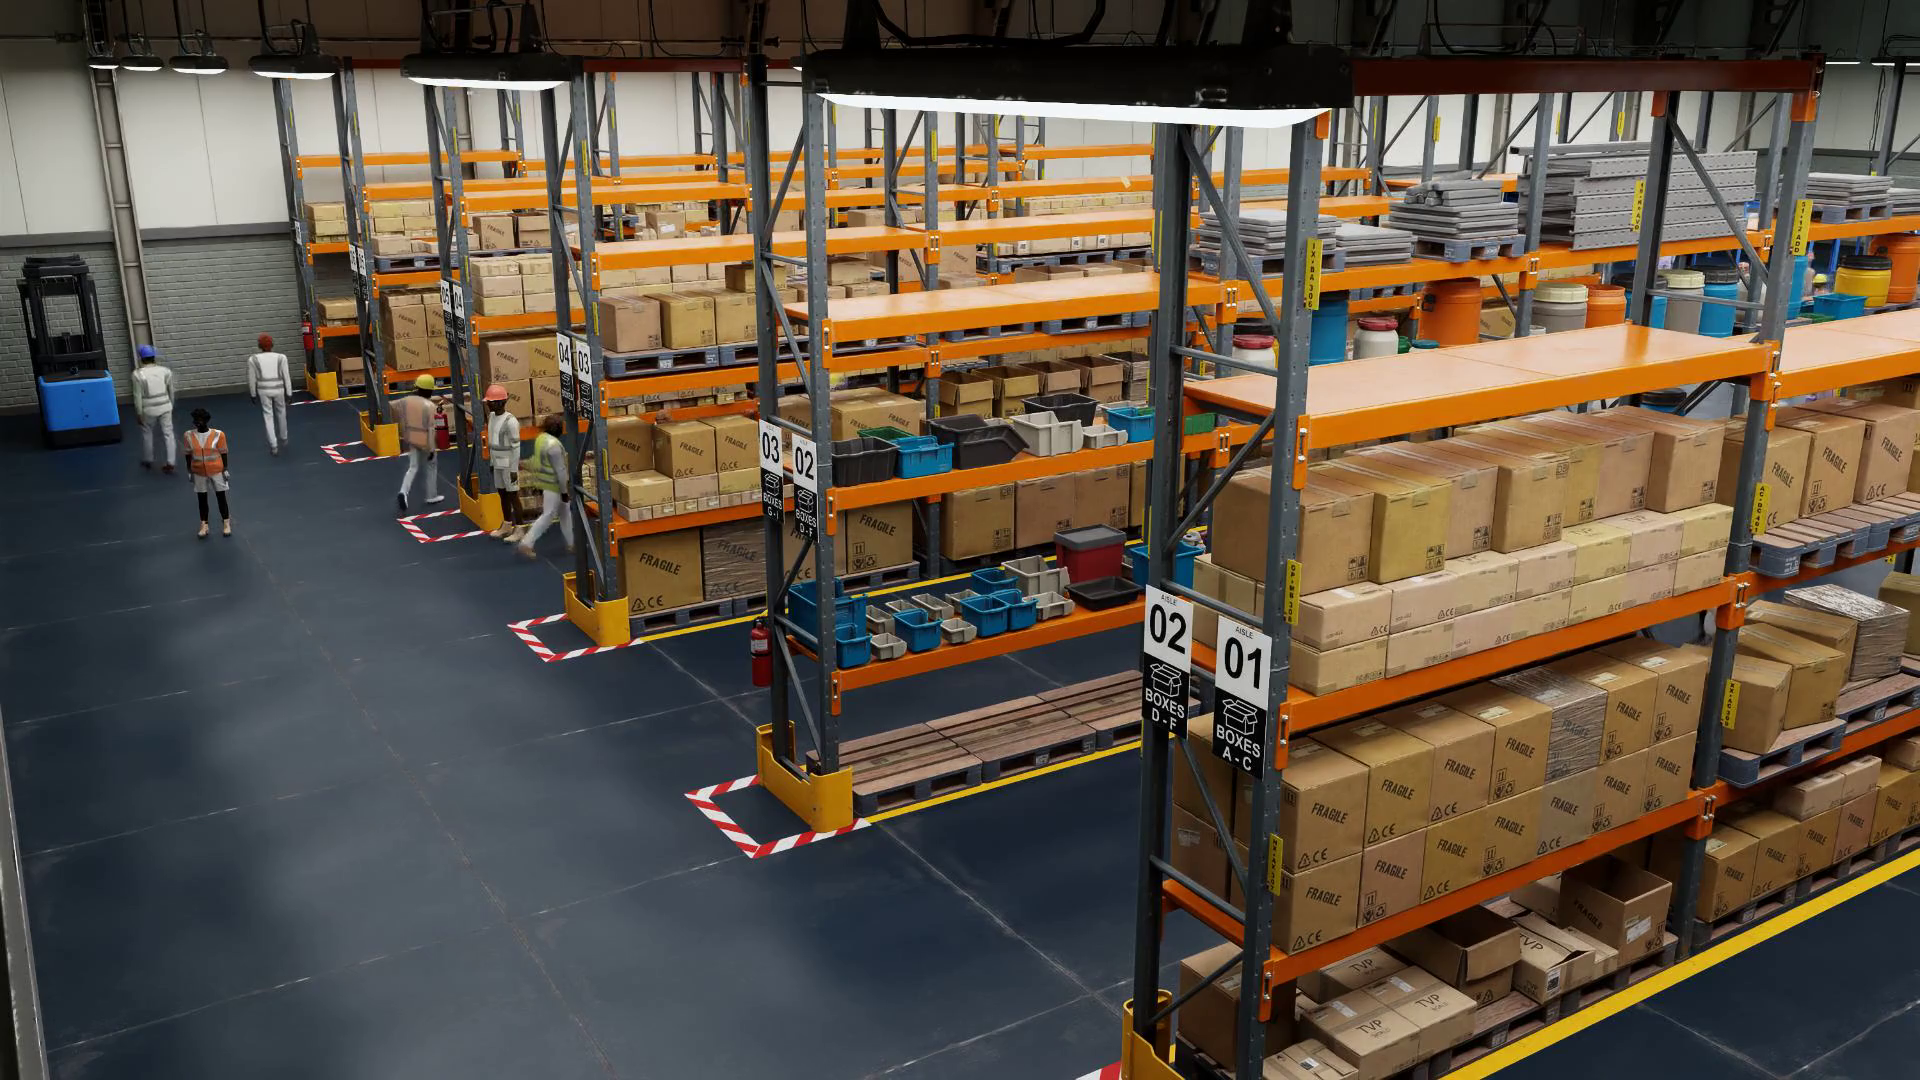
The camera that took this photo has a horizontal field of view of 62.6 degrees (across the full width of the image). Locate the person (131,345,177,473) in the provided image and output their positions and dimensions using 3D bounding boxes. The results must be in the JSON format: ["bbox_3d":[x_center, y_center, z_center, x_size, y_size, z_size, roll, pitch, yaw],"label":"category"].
[{"bbox_3d":[-12.111,-1.975,23.634,0.865,1.914,0.651,13,21,36],"label":"person"}]

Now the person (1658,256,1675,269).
[{"bbox_3d":[18.227,-7.255,40.974,0.651,1.906,0.402,-2,17,-8],"label":"person"}]

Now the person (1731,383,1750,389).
[{"bbox_3d":[14.775,-3.769,29.597,0.665,1.869,0.870,2,17,6],"label":"person"}]

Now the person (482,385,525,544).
[{"bbox_3d":[-5.835,-0.974,20.145,0.605,2.045,0.377,16,23,42],"label":"person"}]

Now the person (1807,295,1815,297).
[{"bbox_3d":[15.742,-3.648,29.327,0.500,1.809,0.978,12,21,34],"label":"person"}]

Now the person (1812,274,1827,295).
[{"bbox_3d":[17.700,-4.637,32.650,0.399,1.744,0.549,3,17,11],"label":"person"}]

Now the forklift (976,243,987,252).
[{"bbox_3d":[0.988,-5.474,34.718,1.214,2.155,2.313,-10,20,-31],"label":"forklift"}]

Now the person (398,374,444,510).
[{"bbox_3d":[-7.413,-1.345,21.637,0.615,1.879,0.807,5,18,17],"label":"person"}]

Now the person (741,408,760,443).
[{"bbox_3d":[-2.533,-0.730,19.645,0.655,1.860,0.599,-13,21,-37],"label":"person"}]

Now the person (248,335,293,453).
[{"bbox_3d":[-10.904,-2.337,24.976,0.599,1.838,0.896,-8,19,-24],"label":"person"}]

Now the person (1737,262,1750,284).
[{"bbox_3d":[16.394,-4.888,33.223,0.406,1.902,0.636,4,17,12],"label":"person"}]

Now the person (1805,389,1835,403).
[{"bbox_3d":[12.457,-1.794,22.835,0.607,2.044,0.376,-9,19,-27],"label":"person"}]

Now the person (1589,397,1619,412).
[{"bbox_3d":[8.759,-1.239,21.093,0.536,2.000,0.674,-8,19,-26],"label":"person"}]

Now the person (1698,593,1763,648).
[{"bbox_3d":[6.970,0.828,14.403,0.663,1.944,0.623,-8,19,-24],"label":"person"}]

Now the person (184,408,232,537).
[{"bbox_3d":[-9.736,-0.882,20.435,0.531,1.692,0.320,-4,17,-12],"label":"person"}]

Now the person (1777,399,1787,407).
[{"bbox_3d":[11.305,-1.467,22.280,0.693,1.735,0.540,-8,19,-23],"label":"person"}]

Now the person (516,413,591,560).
[{"bbox_3d":[-5.096,-0.671,19.547,0.886,1.810,0.642,-8,19,-25],"label":"person"}]

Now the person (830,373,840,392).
[{"bbox_3d":[-1.730,-1.488,22.272,0.928,1.792,0.581,-9,19,-28],"label":"person"}]

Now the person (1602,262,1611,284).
[{"bbox_3d":[15.428,-6.422,38.240,0.631,1.918,0.765,12,21,35],"label":"person"}]

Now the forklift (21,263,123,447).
[{"bbox_3d":[-14.518,-3.079,25.708,1.129,2.768,1.873,-10,20,-31],"label":"forklift"}]

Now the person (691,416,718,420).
[{"bbox_3d":[-4.090,-2.280,25.189,0.839,1.593,0.511,-12,21,-34],"label":"person"}]

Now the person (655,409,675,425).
[{"bbox_3d":[-3.833,-0.903,20.606,0.285,1.633,0.497,-8,19,-24],"label":"person"}]

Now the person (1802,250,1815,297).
[{"bbox_3d":[18.487,-5.414,34.858,0.943,1.962,0.624,-7,18,-20],"label":"person"}]
